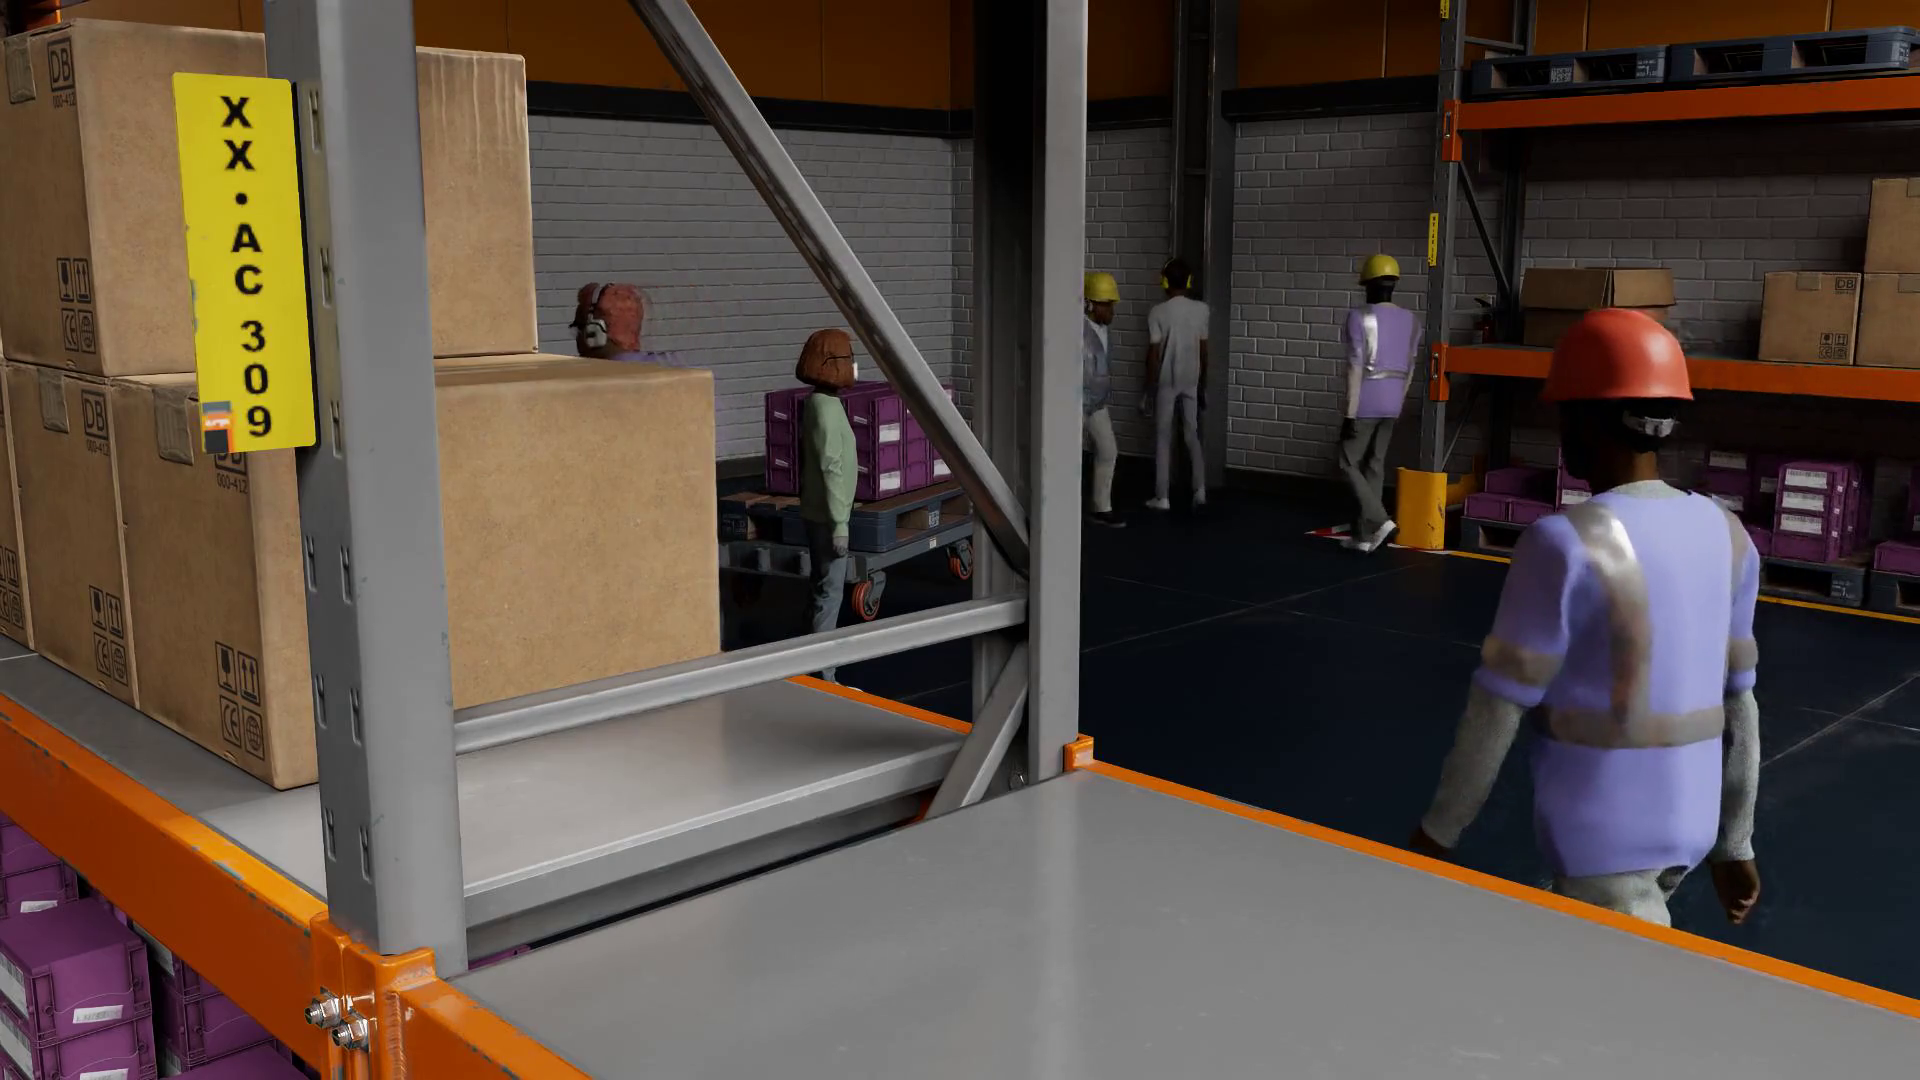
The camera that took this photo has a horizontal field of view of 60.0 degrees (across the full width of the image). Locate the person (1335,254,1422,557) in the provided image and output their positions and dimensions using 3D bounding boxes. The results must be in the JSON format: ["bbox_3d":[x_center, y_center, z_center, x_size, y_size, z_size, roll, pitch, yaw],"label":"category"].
[{"bbox_3d":[2.602,-0.818,10.366,0.643,1.903,0.768,-5,11,-25],"label":"person"}]

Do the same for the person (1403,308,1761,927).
[{"bbox_3d":[1.183,0.516,3.156,0.556,1.879,0.975,-7,13,-34],"label":"person"}]

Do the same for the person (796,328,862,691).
[{"bbox_3d":[-0.542,-0.076,7.060,0.284,1.636,0.500,-2,11,-9],"label":"person"}]

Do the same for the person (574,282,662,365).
[{"bbox_3d":[-1.154,0.098,5.490,0.980,1.863,0.665,4,11,21],"label":"person"}]

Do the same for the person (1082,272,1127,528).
[{"bbox_3d":[0.855,-0.932,11.368,0.698,1.772,0.614,7,12,33],"label":"person"}]

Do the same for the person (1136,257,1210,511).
[{"bbox_3d":[1.580,-1.125,12.200,0.574,1.879,0.429,-3,11,-15],"label":"person"}]
